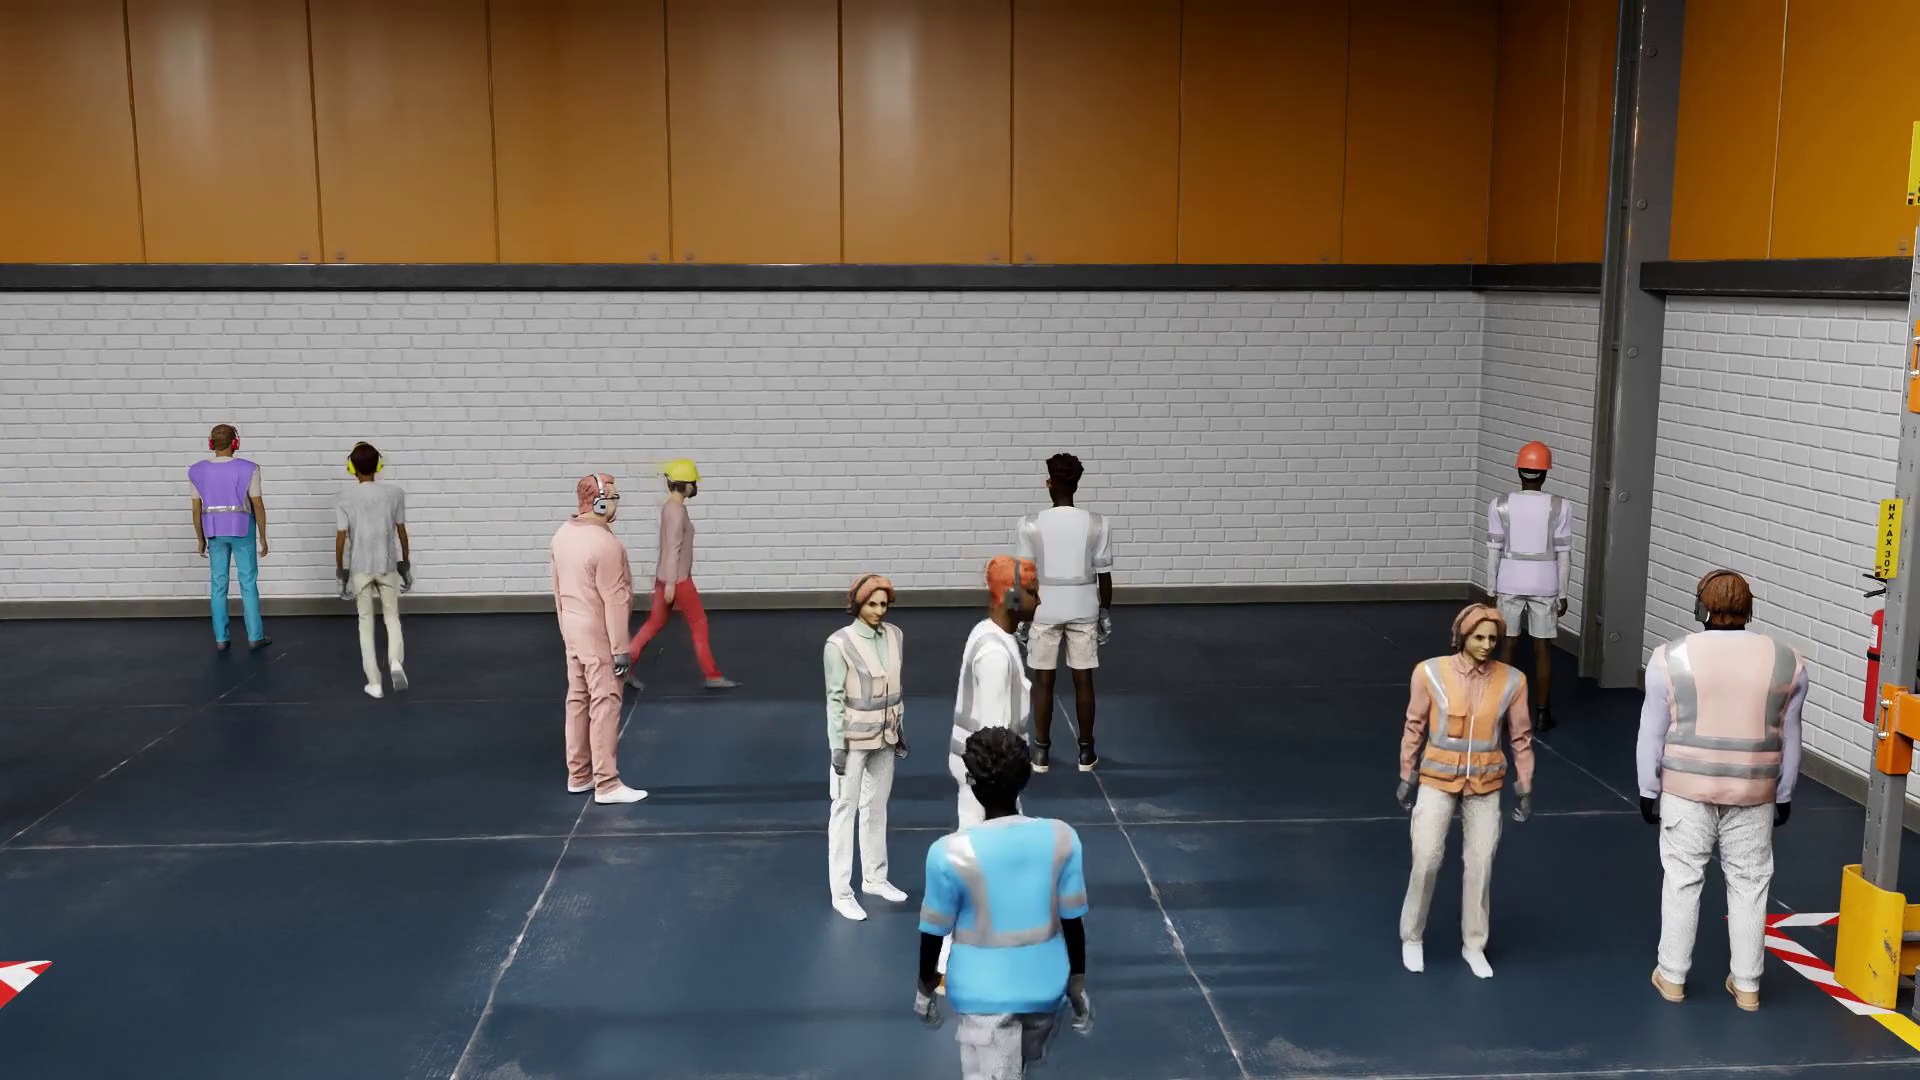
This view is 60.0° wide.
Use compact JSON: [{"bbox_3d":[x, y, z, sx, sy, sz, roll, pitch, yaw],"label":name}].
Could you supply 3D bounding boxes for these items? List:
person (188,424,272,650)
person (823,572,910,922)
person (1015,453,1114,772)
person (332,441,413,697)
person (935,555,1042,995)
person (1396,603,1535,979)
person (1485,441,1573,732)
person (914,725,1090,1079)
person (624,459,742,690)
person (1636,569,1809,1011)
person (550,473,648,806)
[{"bbox_3d":[-5.901,-0.016,13.447,0.565,1.840,0.390,-1,9,-7],"label":"person"},{"bbox_3d":[-0.445,0.964,7.922,0.312,1.638,0.512,7,12,39],"label":"person"},{"bbox_3d":[0.631,0.445,10.151,0.613,1.965,0.361,0,9,-1],"label":"person"},{"bbox_3d":[-4.176,0.228,11.862,0.538,1.857,0.509,-5,10,-29],"label":"person"},{"bbox_3d":[0.166,0.991,7.063,0.649,1.859,0.686,0,9,2],"label":"person"},{"bbox_3d":[2.188,1.079,7.219,0.561,1.630,0.364,1,9,4],"label":"person"},{"bbox_3d":[3.782,0.310,11.088,0.543,1.939,0.360,4,10,22],"label":"person"},{"bbox_3d":[0.127,1.395,5.200,0.538,1.640,0.890,-5,10,-27],"label":"person"},{"bbox_3d":[-2.109,0.261,12.101,0.915,1.720,0.533,-3,9,-18],"label":"person"},{"bbox_3d":[3.131,1.033,6.897,0.628,1.838,0.429,2,9,14],"label":"person"},{"bbox_3d":[-2.076,0.563,9.602,0.401,1.907,0.646,-8,12,-41],"label":"person"}]
